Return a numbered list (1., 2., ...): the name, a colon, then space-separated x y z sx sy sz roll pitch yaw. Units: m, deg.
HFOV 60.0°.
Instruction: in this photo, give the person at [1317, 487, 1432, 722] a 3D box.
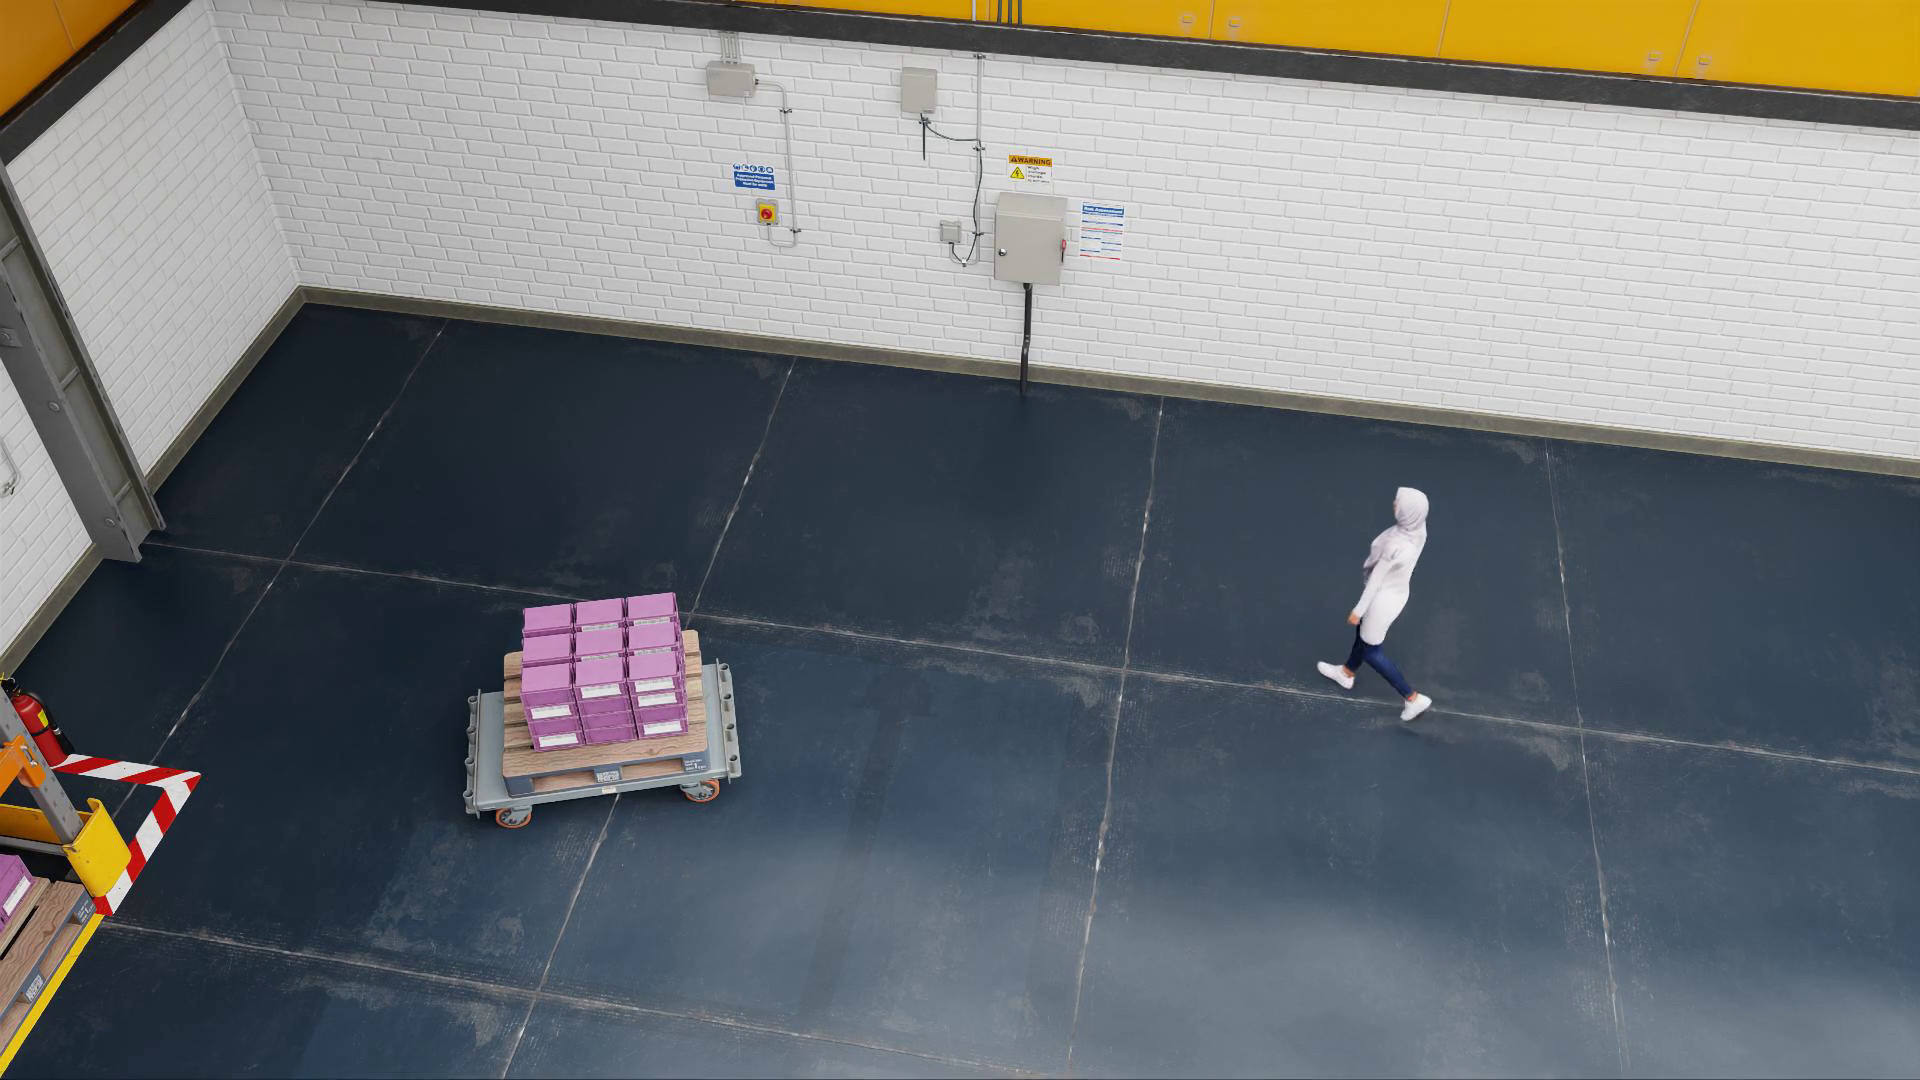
1. person: 2.684 0.424 10.300 0.965 1.759 1.063 27 50 26
